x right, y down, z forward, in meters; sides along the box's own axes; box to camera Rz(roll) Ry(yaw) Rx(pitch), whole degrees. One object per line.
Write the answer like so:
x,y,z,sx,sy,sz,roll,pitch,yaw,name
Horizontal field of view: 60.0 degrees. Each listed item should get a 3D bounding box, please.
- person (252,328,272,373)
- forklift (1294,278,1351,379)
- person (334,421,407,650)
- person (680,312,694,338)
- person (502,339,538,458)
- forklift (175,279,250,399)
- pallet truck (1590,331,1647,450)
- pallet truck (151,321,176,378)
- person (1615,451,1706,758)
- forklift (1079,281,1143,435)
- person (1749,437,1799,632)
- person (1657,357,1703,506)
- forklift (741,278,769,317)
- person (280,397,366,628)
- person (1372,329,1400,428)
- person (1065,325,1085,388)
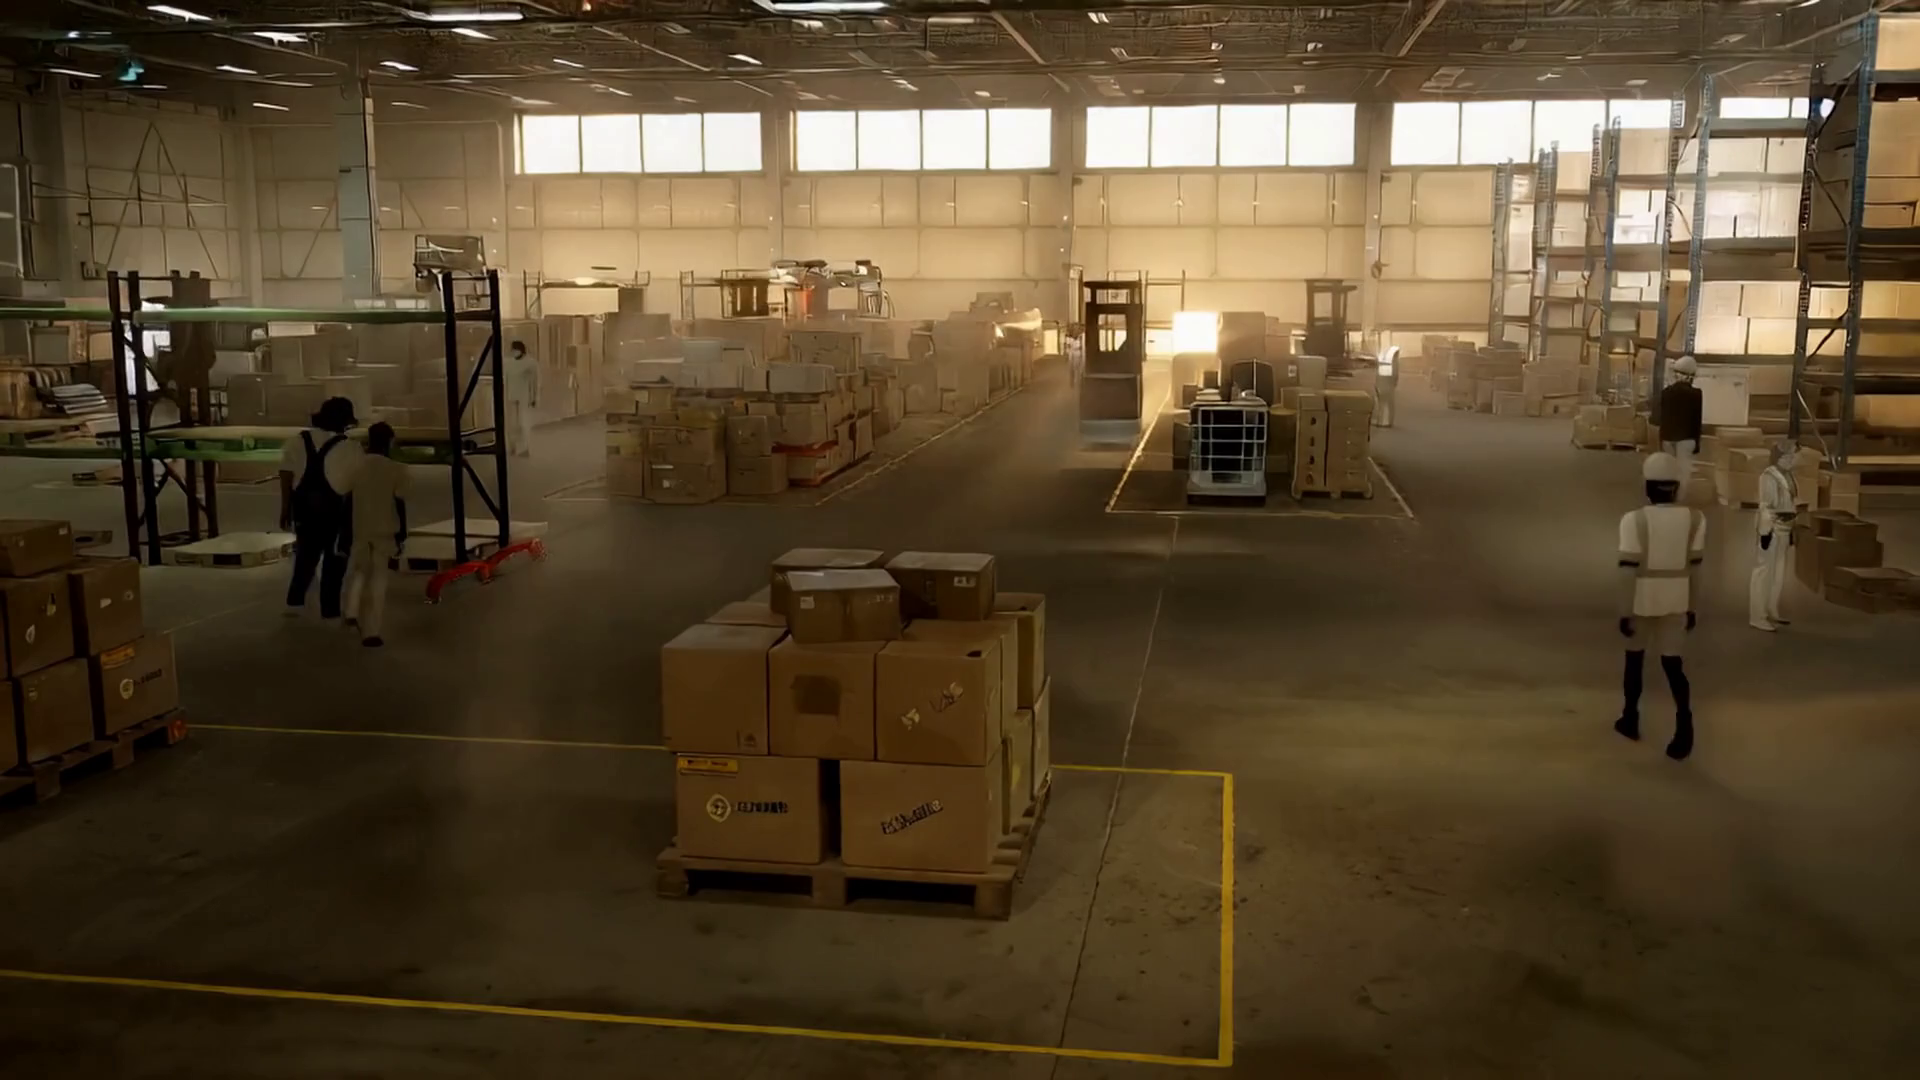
-13.384,-3.098,31.967,0.383,1.923,0.589,0,9,-1,person
10.131,-5.935,46.521,1.129,2.768,1.873,-1,9,-6,forklift
-4.696,-0.031,13.319,0.580,1.832,0.502,1,9,4,person
-7.404,-5.157,44.664,0.549,1.925,0.545,-1,9,-4,person
-7.134,-2.269,26.823,0.642,1.922,0.655,2,9,11,person
-18.009,-4.785,39.428,1.129,2.768,1.873,8,12,40,forklift
11.253,-2.573,28.499,0.823,1.965,1.885,5,10,27,pallet truck
-21.869,-5.598,47.154,0.823,1.965,1.885,4,10,26,pallet truck
4.410,0.398,10.467,0.551,1.915,0.881,0,9,3,person
2.838,-3.426,31.042,1.129,2.768,1.873,1,9,9,forklift
6.899,-0.057,14.078,0.522,1.640,0.306,-8,12,-41,person
8.850,-1.256,20.438,0.404,1.985,0.615,-4,10,-25,person
-5.472,-5.632,44.652,1.873,2.768,1.129,4,10,24,forklift
-5.383,-0.276,14.198,0.790,2.000,0.539,1,9,7,person
8.250,-3.122,32.166,0.397,1.911,0.587,-5,11,-29,person
2.962,-4.739,43.014,0.518,1.625,0.440,-1,9,-4,person
